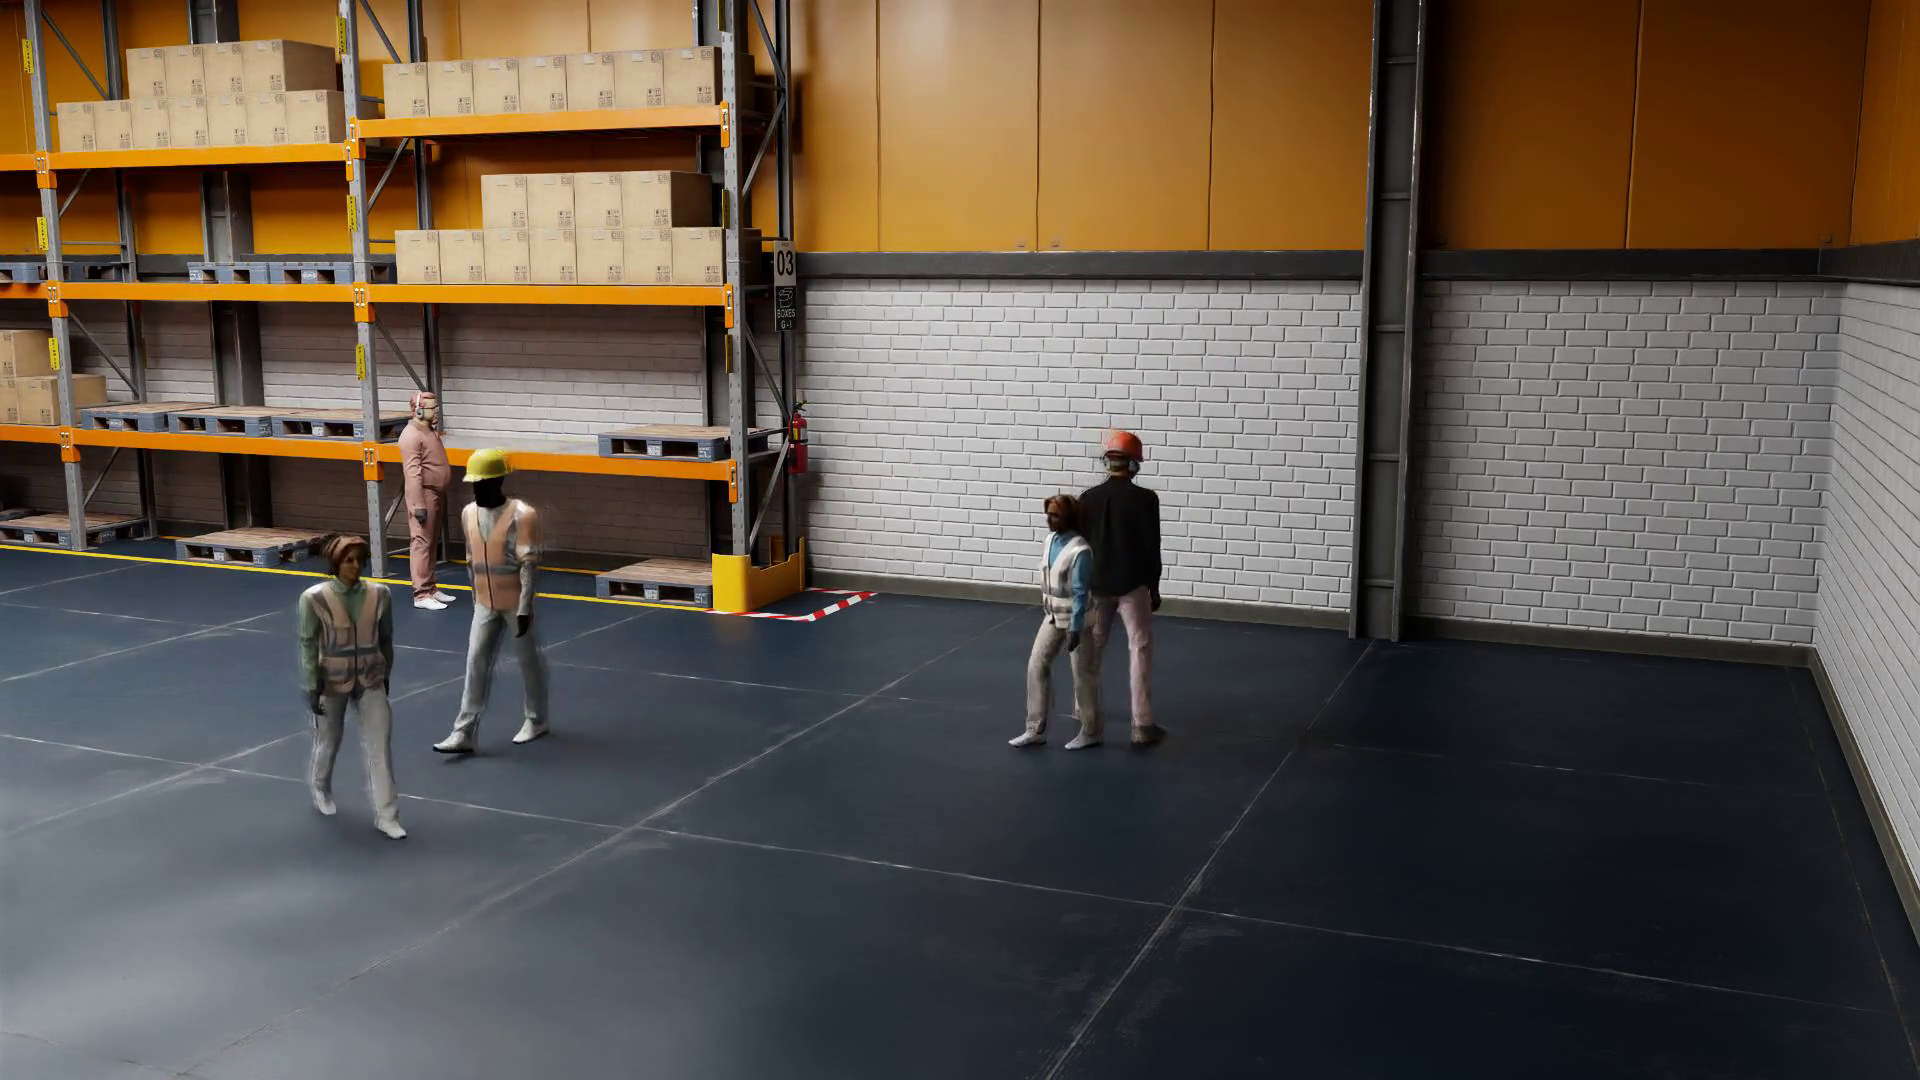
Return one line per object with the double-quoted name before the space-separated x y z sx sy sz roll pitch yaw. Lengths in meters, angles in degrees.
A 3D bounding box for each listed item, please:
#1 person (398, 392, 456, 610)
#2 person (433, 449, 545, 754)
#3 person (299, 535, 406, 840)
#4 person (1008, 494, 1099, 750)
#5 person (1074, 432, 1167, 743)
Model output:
"person" -4.683 -0.351 14.669 0.407 1.910 0.640 -1 9 -4
"person" -2.871 0.390 10.225 0.610 1.883 0.926 4 10 22
"person" -3.284 0.754 8.908 0.513 1.599 0.843 -7 12 -36
"person" 0.586 0.523 10.235 0.690 1.610 0.548 -5 11 -29
"person" 1.009 0.288 10.753 0.819 1.940 0.567 8 12 38
